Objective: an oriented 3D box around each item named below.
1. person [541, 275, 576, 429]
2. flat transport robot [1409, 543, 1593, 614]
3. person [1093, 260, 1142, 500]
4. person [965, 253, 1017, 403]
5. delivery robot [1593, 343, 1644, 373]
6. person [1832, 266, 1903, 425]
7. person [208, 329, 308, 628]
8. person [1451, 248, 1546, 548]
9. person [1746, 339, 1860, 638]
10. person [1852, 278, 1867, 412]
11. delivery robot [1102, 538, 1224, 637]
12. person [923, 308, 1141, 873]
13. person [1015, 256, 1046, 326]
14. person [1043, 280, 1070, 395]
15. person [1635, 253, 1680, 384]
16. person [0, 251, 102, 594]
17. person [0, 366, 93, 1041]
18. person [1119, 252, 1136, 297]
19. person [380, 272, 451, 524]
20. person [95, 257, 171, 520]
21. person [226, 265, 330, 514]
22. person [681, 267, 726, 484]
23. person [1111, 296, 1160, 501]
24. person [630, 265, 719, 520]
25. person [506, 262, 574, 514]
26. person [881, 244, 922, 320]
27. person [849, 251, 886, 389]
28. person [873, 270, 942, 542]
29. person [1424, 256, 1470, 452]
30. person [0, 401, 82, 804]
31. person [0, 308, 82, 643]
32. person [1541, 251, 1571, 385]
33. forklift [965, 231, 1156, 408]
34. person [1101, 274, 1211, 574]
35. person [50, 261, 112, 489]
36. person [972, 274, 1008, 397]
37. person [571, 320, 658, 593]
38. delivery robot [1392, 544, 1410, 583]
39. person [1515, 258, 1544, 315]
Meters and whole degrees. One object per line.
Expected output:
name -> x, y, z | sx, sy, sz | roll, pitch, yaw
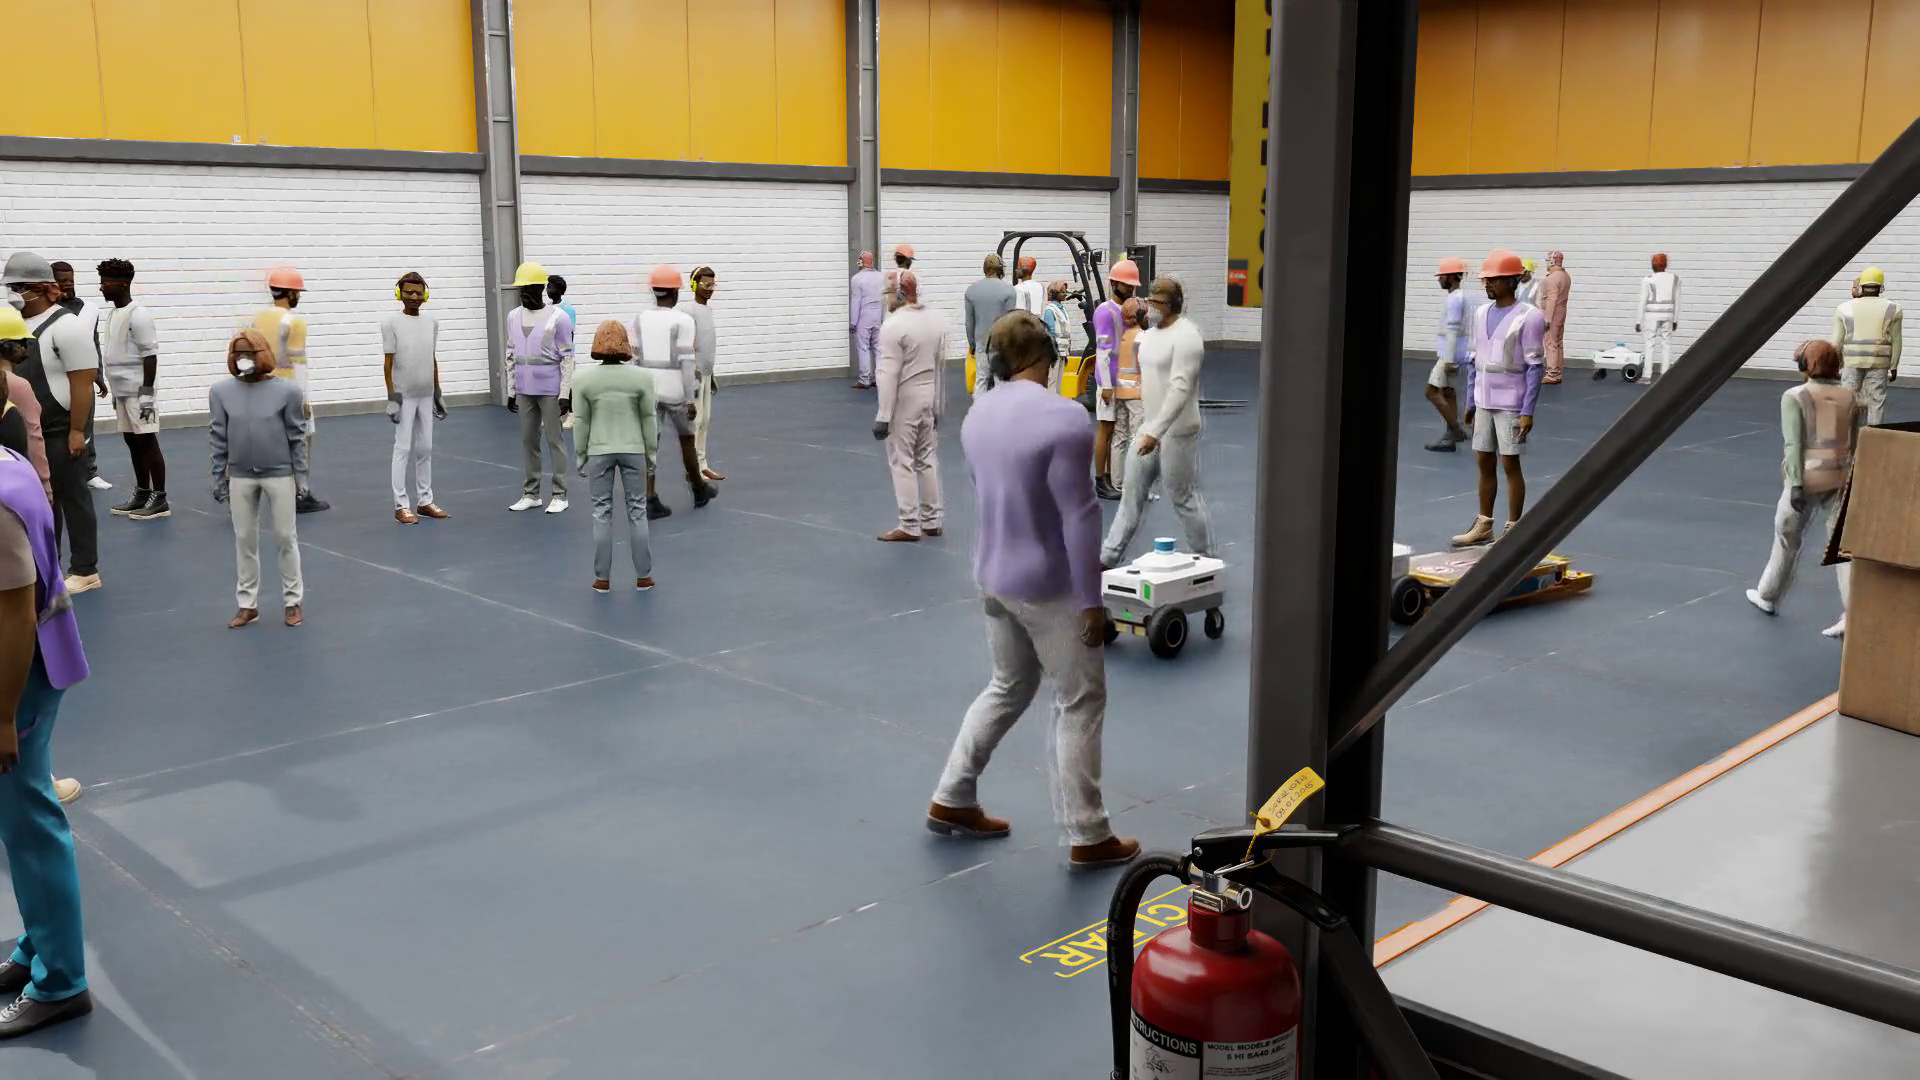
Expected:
person -> -4.444, -2.076, 18.398 | 0.535, 1.699, 0.318 | 9, 14, 41
flat transport robot -> 3.013, 0.222, 9.761 | 1.431, 0.197, 0.652 | -8, 13, -36
person -> 1.292, -1.298, 13.521 | 0.376, 1.931, 0.542 | 6, 12, 29
person -> 0.352, -2.106, 17.908 | 0.627, 1.940, 0.372 | 6, 12, 28
delivery robot -> 9.698, -2.659, 24.444 | 0.707, 0.478, 0.477 | 7, 13, 35
person -> 8.727, -1.710, 16.029 | 0.590, 1.837, 0.404 | 6, 12, 28
person -> -3.813, -0.332, 9.066 | 0.507, 1.631, 0.266 | -1, 10, -7
person -> 3.606, -0.923, 11.171 | 0.391, 2.041, 0.615 | -5, 11, -25
person -> 4.660, -0.289, 9.005 | 0.518, 1.568, 0.935 | -2, 11, -9
person -> 10.900, -2.361, 20.147 | 0.270, 1.627, 0.497 | 10, 14, 42
delivery robot -> 1.063, 0.232, 8.676 | 0.477, 0.478, 0.707 | 10, 14, 43
person -> 0.239, 0.168, 5.658 | 0.557, 1.895, 0.684 | -6, 12, -30
person -> 0.783, -2.393, 19.616 | 0.348, 1.884, 0.584 | 7, 13, 35
person -> 1.055, -2.028, 18.295 | 0.307, 1.641, 0.514 | 3, 11, 18
person -> 10.035, -3.174, 23.916 | 0.600, 1.875, 0.368 | 0, 10, 0
person -> -5.488, -0.691, 9.911 | 0.686, 2.000, 0.538 | 5, 12, 26
person -> -2.556, 0.404, 4.469 | 0.389, 1.847, 0.563 | -7, 12, -32
person -> 2.247, -3.078, 23.297 | 0.658, 1.909, 0.592 | 0, 10, -3
person -> -4.055, -1.061, 12.419 | 0.335, 1.864, 0.521 | 7, 13, 34
person -> -6.250, -1.138, 12.552 | 0.612, 1.964, 0.364 | 10, 14, 42
person -> -5.181, -1.110, 12.580 | 0.548, 1.911, 0.703 | 6, 12, 30
person -> -2.216, -1.413, 14.339 | 0.334, 1.864, 0.521 | 2, 11, 12
person -> 1.397, -1.135, 13.424 | 0.312, 1.642, 0.512 | -8, 13, -36
person -> -2.193, -1.140, 12.740 | 0.569, 1.896, 0.930 | 3, 11, 18
person -> -3.250, -1.167, 12.816 | 0.588, 1.927, 0.371 | 4, 11, 21
person -> -0.756, -2.948, 22.300 | 0.597, 2.008, 0.705 | 3, 11, 17
person -> -1.312, -3.071, 23.257 | 0.402, 1.906, 0.652 | 10, 14, 42
person -> -0.360, -0.927, 11.656 | 0.408, 1.891, 0.765 | 6, 12, 30
person -> 4.791, -1.812, 16.341 | 0.399, 1.924, 0.583 | 4, 11, 23
person -> -3.628, 0.104, 6.118 | 0.624, 1.845, 0.430 | 2, 11, 11
person -> -4.829, -0.299, 8.525 | 0.525, 1.769, 0.310 | 6, 12, 31
person -> 8.493, -3.184, 23.875 | 0.403, 1.906, 0.651 | 8, 13, 36
forklift -> 1.222, -2.721, 20.561 | 2.313, 2.155, 1.214 | 2, 11, 13
person -> 1.153, -0.628, 9.973 | 0.866, 1.892, 0.637 | -5, 11, -23
person -> -7.423, -1.354, 13.865 | 0.392, 1.919, 0.591 | 6, 12, 31
person -> 0.500, -2.771, 21.876 | 0.675, 1.813, 0.635 | -3, 11, -14
person -> -2.058, -0.496, 9.958 | 0.497, 1.633, 0.285 | -2, 11, -13
delivery robot -> 2.130, 0.152, 9.113 | 0.707, 0.478, 0.477 | -8, 13, -36
person -> 8.058, -3.141, 23.938 | 0.816, 1.791, 0.620 | -9, 14, -40
